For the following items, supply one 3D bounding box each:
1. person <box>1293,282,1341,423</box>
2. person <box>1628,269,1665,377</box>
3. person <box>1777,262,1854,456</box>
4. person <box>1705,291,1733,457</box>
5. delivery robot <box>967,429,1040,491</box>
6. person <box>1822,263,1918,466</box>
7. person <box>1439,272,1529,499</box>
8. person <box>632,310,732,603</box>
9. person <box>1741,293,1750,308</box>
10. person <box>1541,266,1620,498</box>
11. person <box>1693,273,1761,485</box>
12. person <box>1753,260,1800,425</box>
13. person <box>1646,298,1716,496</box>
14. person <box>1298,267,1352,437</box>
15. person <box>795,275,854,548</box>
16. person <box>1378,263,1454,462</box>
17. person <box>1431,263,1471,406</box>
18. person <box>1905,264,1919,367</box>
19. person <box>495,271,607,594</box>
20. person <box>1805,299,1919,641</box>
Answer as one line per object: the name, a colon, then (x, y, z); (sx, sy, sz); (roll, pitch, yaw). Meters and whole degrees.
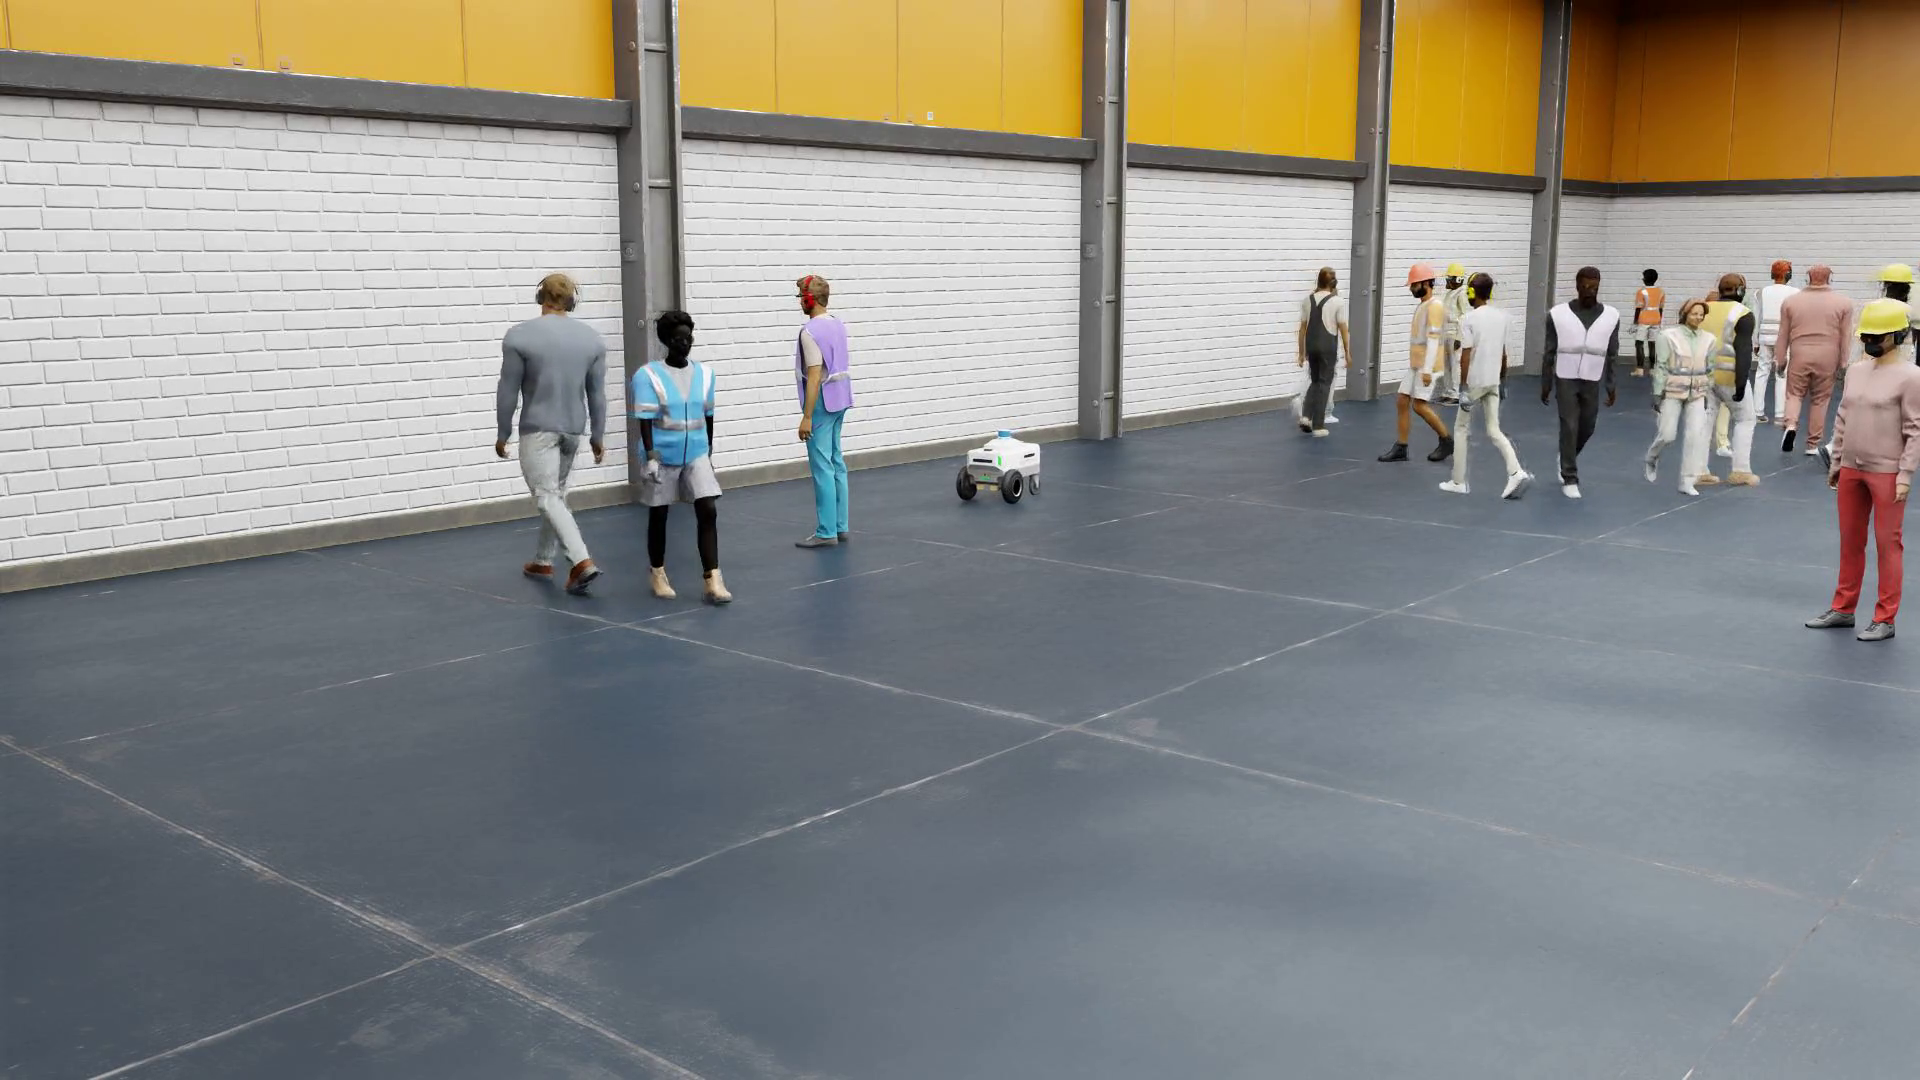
person: (4.138, -2.190, 19.142); (0.616, 1.721, 0.492); (-9, 13, -42)
person: (10.800, -3.401, 26.122); (0.582, 1.701, 0.319); (-3, 11, -18)
person: (8.279, -1.743, 16.144); (0.646, 1.890, 0.520); (6, 12, 32)
person: (7.297, -1.598, 16.111); (0.520, 1.602, 0.744); (-1, 10, -7)
delivery robot: (0.357, -0.650, 13.436); (0.477, 0.478, 0.707); (6, 11, 30)
person: (8.197, -1.523, 14.880); (0.829, 1.899, 0.587); (0, 10, 3)
person: (4.292, -1.250, 13.505); (0.534, 1.841, 0.836); (-4, 11, -22)
person: (-1.570, -0.452, 9.414); (0.544, 1.669, 0.753); (-6, 12, -32)
person: (11.630, -3.188, 25.091); (0.499, 1.633, 0.286); (-1, 10, -4)
person: (5.105, -1.320, 13.770); (0.592, 1.888, 0.807); (1, 10, 3)
person: (6.590, -1.369, 14.235); (0.713, 1.810, 0.629); (-4, 11, -22)
person: (9.385, -2.261, 19.107); (0.355, 1.884, 0.575); (-7, 12, -36)
person: (5.956, -1.193, 13.767); (0.524, 1.620, 0.573); (0, 10, -3)
person: (3.907, -2.012, 17.862); (0.527, 1.825, 0.412); (10, 14, 44)
person: (-0.918, -0.863, 11.261); (0.374, 1.840, 0.569); (3, 10, 17)
person: (4.350, -1.669, 15.738); (0.724, 1.881, 0.593); (0, 10, -2)
person: (6.339, -2.645, 21.424); (0.404, 1.836, 0.590); (-1, 10, -4)
person: (13.091, -2.909, 22.678); (0.630, 1.919, 0.949); (8, 12, 37)
person: (-2.405, -0.641, 9.873); (0.644, 1.898, 0.913); (-9, 14, -42)
person: (4.723, -0.359, 8.626); (0.320, 1.763, 0.522); (-3, 10, -18)
